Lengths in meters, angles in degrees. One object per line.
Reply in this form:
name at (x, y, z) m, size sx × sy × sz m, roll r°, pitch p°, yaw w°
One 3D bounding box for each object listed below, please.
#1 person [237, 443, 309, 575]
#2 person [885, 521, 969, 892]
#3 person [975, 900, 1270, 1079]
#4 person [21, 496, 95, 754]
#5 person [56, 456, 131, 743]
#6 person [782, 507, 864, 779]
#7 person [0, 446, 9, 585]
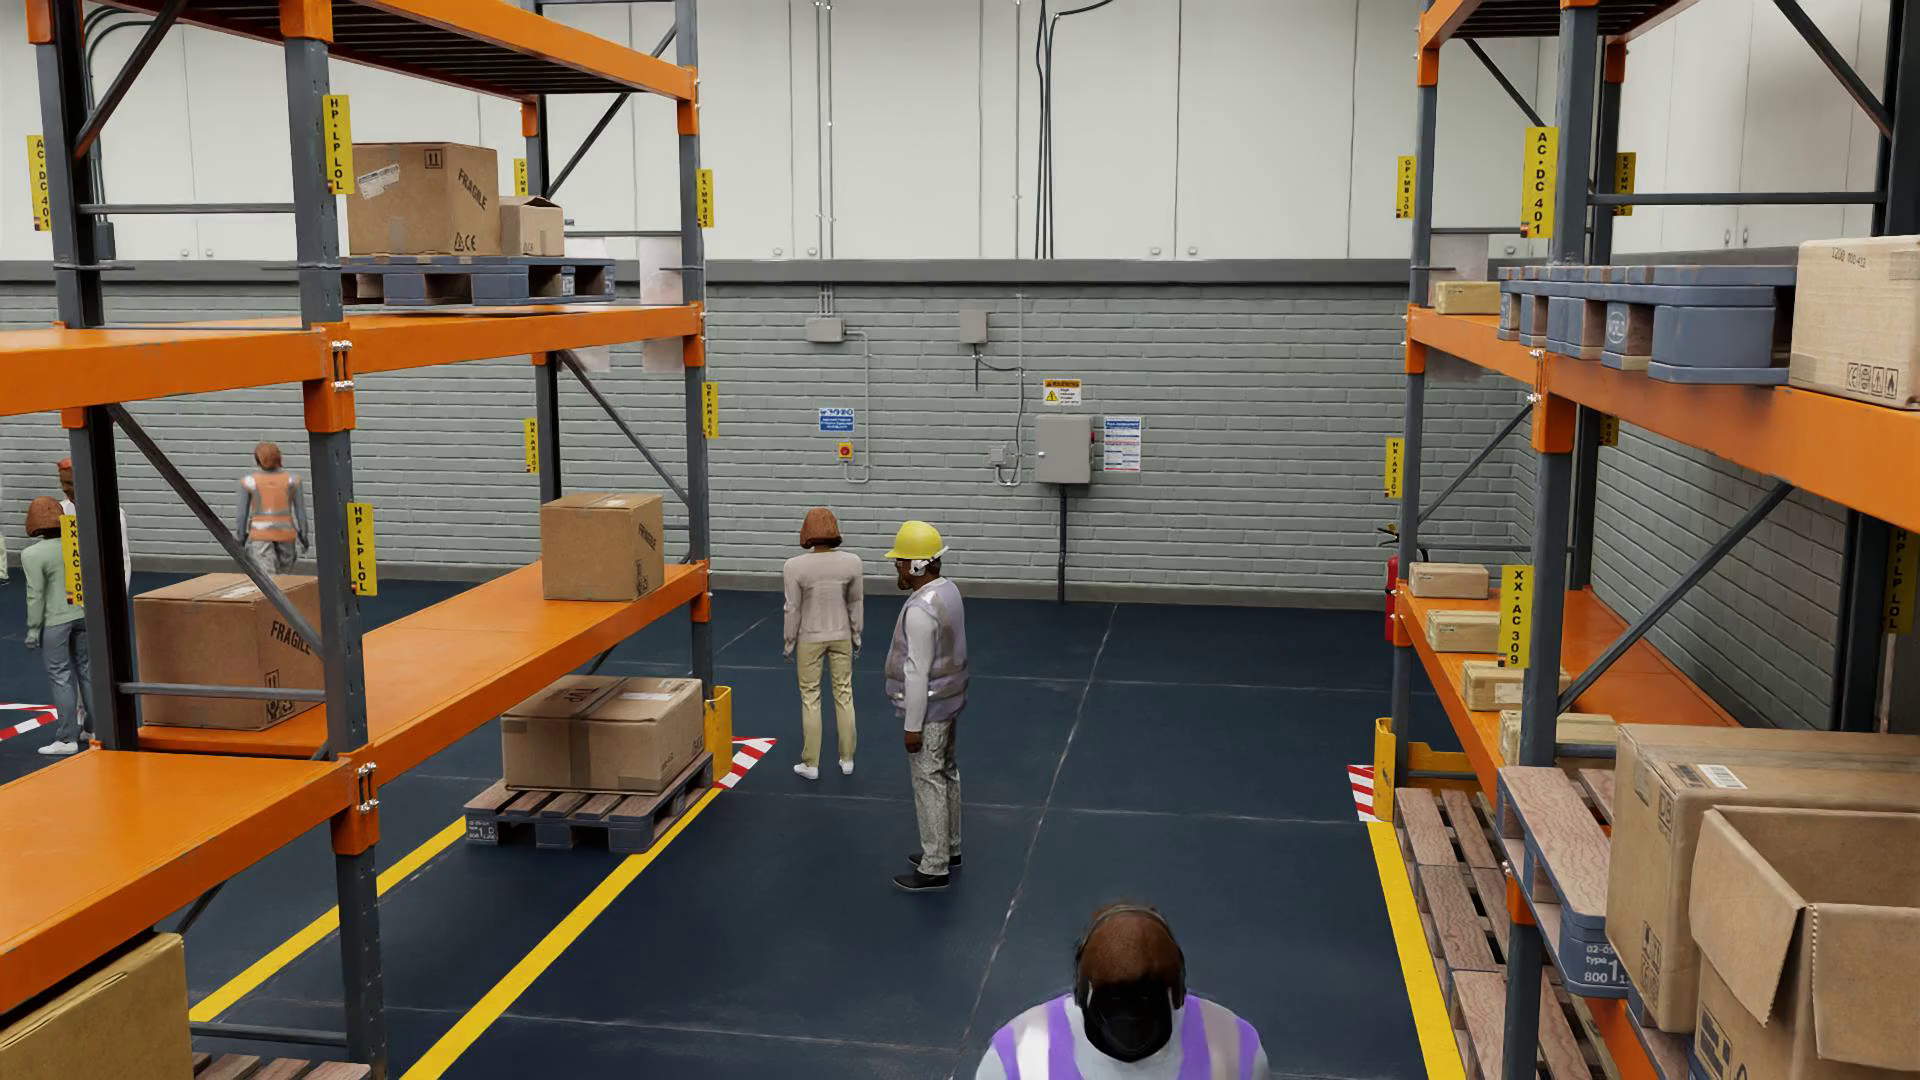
person at (-5.775, -0.014, 13.951) m, size 0.539 × 1.596 × 0.782 m, roll -6°, pitch 11°, yaw -32°
person at (-0.168, 0.809, 8.193) m, size 0.404 × 1.824 × 0.591 m, roll 2°, pitch 9°, yaw 12°
person at (0.339, 1.599, 3.485) m, size 0.639 × 1.772 × 1.008 m, roll 0°, pitch 9°, yaw 3°
person at (-5.663, 0.534, 10.460) m, size 0.286 × 1.632 × 0.500 m, roll 3°, pitch 10°, yaw 16°
person at (-5.543, 0.386, 10.594) m, size 0.573 × 1.887 × 0.356 m, roll 3°, pitch 10°, yaw 18°
person at (-0.817, 0.615, 9.958) m, size 0.507 × 1.632 × 0.279 m, roll -4°, pitch 10°, yaw -24°
person at (-9.442, -0.411, 15.968) m, size 0.574 × 1.738 × 0.352 m, roll 4°, pitch 10°, yaw 22°
